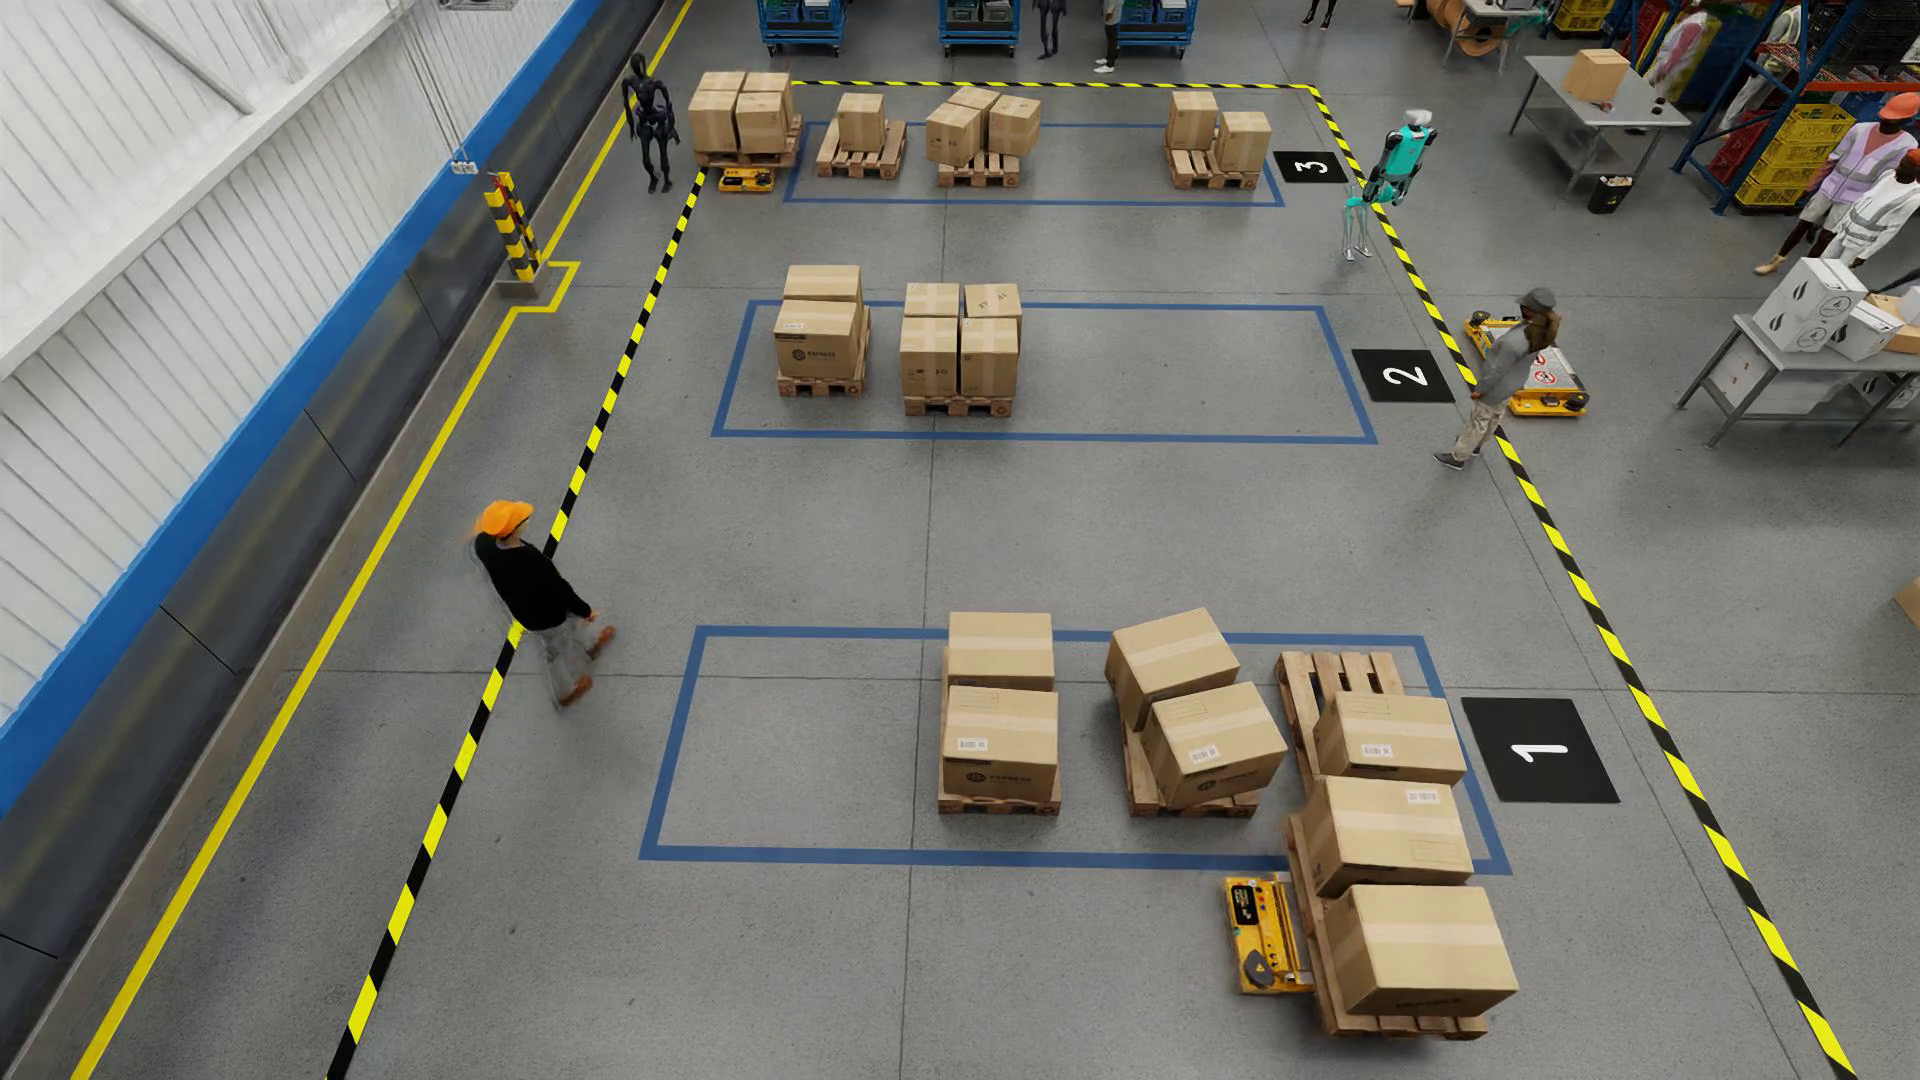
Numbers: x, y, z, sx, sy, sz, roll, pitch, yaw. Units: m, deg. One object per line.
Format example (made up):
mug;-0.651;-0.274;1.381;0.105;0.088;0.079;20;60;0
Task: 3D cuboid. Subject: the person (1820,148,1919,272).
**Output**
person;8.782;-2.944;9.012;0.356;1.887;0.571;4;49;3

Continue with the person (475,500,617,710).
person;-2.722;0.375;6.161;0.608;1.849;0.837;23;53;19

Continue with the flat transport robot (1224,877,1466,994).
flat transport robot;2.370;2.347;5.484;1.431;0.197;0.652;1;49;1

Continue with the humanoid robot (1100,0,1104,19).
humanoid robot;2.424;-9.210;14.584;0.608;1.633;0.486;-10;50;-8

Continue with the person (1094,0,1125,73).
person;2.163;-7.718;13.167;0.401;1.851;0.589;9;50;8

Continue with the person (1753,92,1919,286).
person;9.081;-3.577;9.469;0.405;2.031;0.608;-22;53;-18

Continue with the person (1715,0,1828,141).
person;10.493;-6.104;11.776;0.626;1.844;0.429;-9;50;-7

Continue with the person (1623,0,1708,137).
person;9.186;-6.171;11.866;0.429;1.801;0.702;20;52;17

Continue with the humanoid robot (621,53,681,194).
humanoid robot;-3.648;-4.918;10.863;0.607;1.648;0.370;0;49;0

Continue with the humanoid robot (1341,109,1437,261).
humanoid robot;4.471;-3.850;9.803;0.533;1.681;0.735;-11;50;-9

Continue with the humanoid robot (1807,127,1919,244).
humanoid robot;10.103;-3.921;10.007;0.647;1.629;0.595;12;50;10

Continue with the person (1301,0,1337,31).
person;5.825;-9.031;14.229;0.608;1.965;0.364;29;55;22

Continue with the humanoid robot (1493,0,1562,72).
humanoid robot;8.250;-7.672;13.225;0.548;1.805;0.819;-3;49;-2

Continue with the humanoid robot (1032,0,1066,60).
humanoid robot;1.366;-8.038;13.571;0.603;1.631;0.490;27;54;21

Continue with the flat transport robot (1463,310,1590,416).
flat transport robot;5.573;-1.757;9.054;0.659;0.231;1.431;1;49;1

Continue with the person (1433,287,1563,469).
person;4.538;-1.326;7.690;0.563;1.764;0.402;-29;55;-23

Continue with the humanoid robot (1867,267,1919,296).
humanoid robot;10.168;-3.039;9.263;0.611;1.621;0.750;-35;58;-27

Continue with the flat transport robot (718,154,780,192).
flat transport robot;-2.657;-4.926;11.779;0.652;0.197;1.431;1;49;1
